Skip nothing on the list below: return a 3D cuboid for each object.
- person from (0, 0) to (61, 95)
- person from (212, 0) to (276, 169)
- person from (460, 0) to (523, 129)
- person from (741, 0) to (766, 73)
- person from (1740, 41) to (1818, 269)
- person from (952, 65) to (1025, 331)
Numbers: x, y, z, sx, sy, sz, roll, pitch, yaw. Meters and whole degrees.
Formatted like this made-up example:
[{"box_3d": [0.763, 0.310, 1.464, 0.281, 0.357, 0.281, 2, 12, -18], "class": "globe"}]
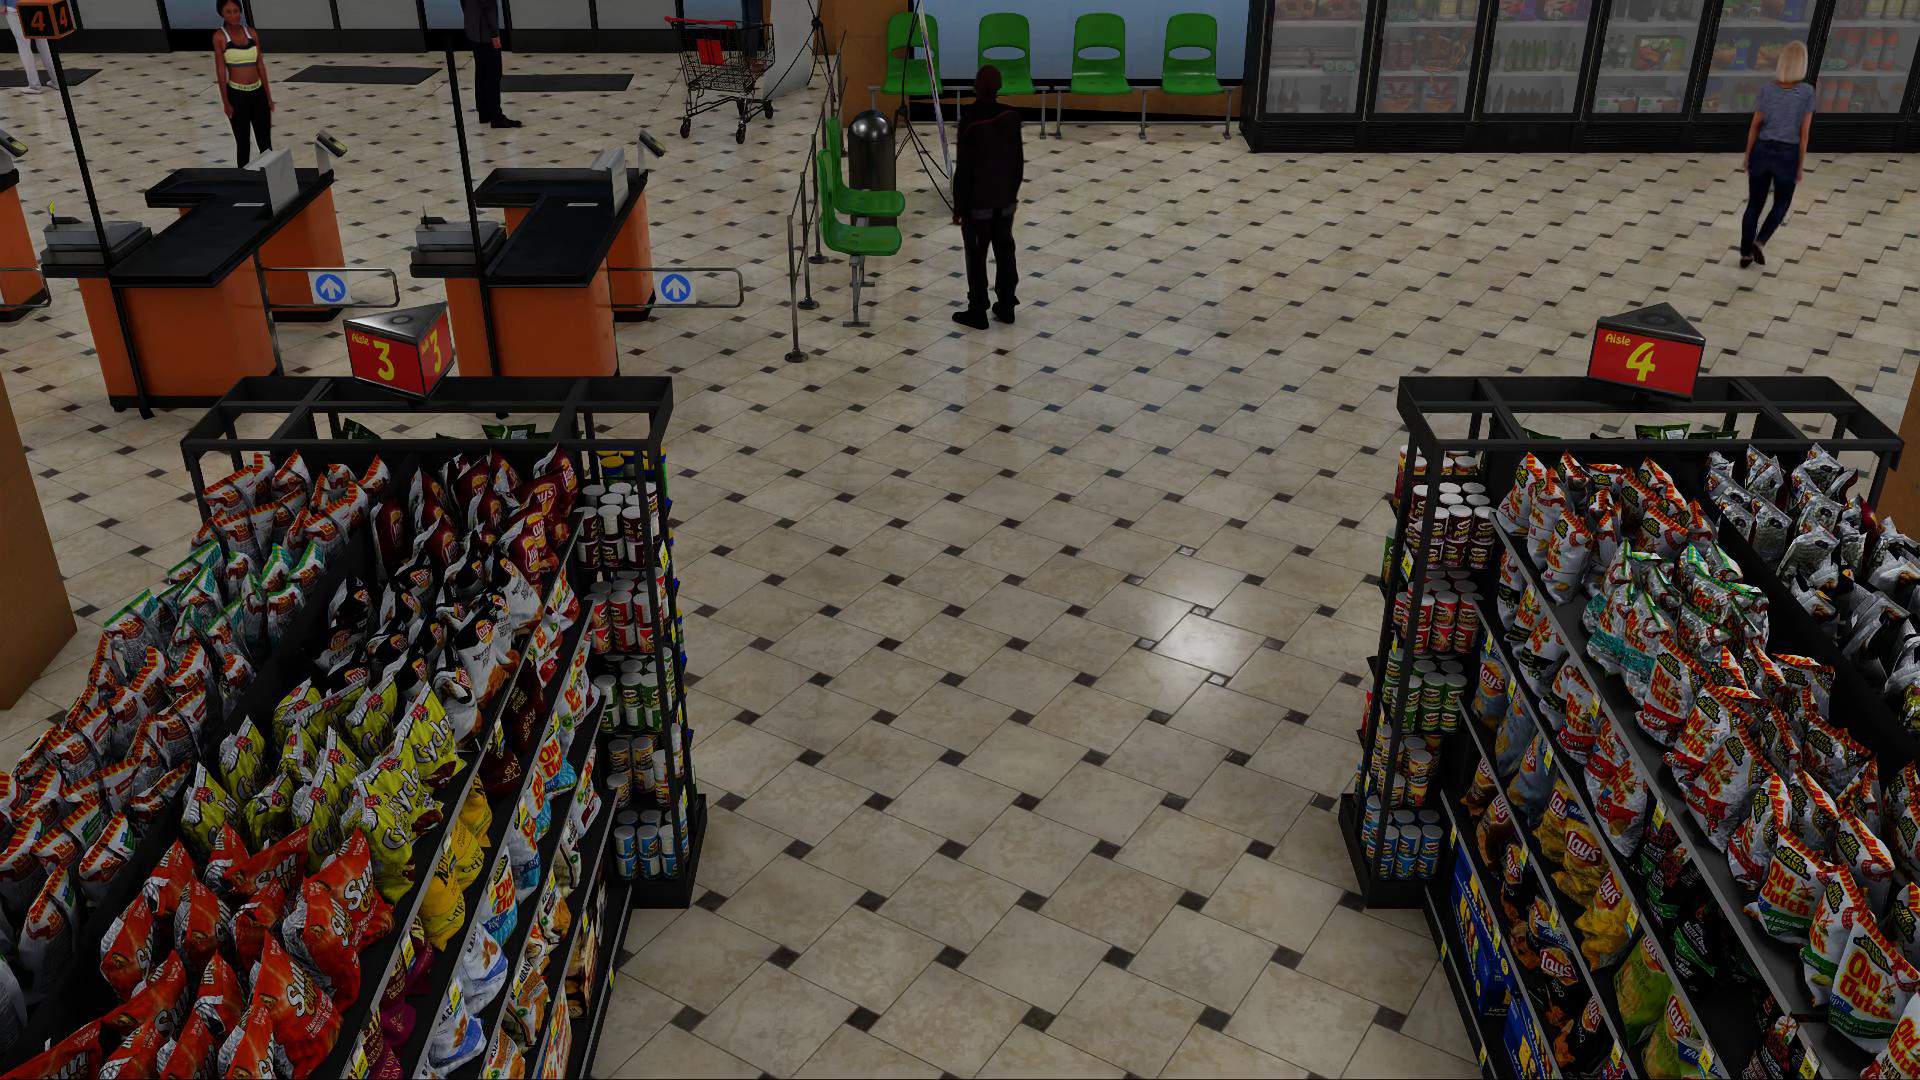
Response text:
[{"box_3d": [-9.846, -5.658, 17.440, 0.804, 1.888, 0.688, 16, 32, 27], "class": "person"}, {"box_3d": [-5.996, -3.694, 13.985, 0.637, 1.753, 0.691, -24, 37, -37], "class": "person"}, {"box_3d": [-4.657, -4.995, 16.278, 0.865, 1.839, 0.770, -21, 35, -33], "class": "person"}, {"box_3d": [-2.327, -6.105, 18.359, 0.728, 1.792, 0.617, -15, 32, -25], "class": "person"}, {"box_3d": [6.088, -2.837, 12.461, 0.755, 1.709, 0.813, 20, 35, 32], "class": "person"}, {"box_3d": [0.199, -2.359, 11.463, 0.791, 1.826, 0.788, -15, 32, -26], "class": "person"}]
